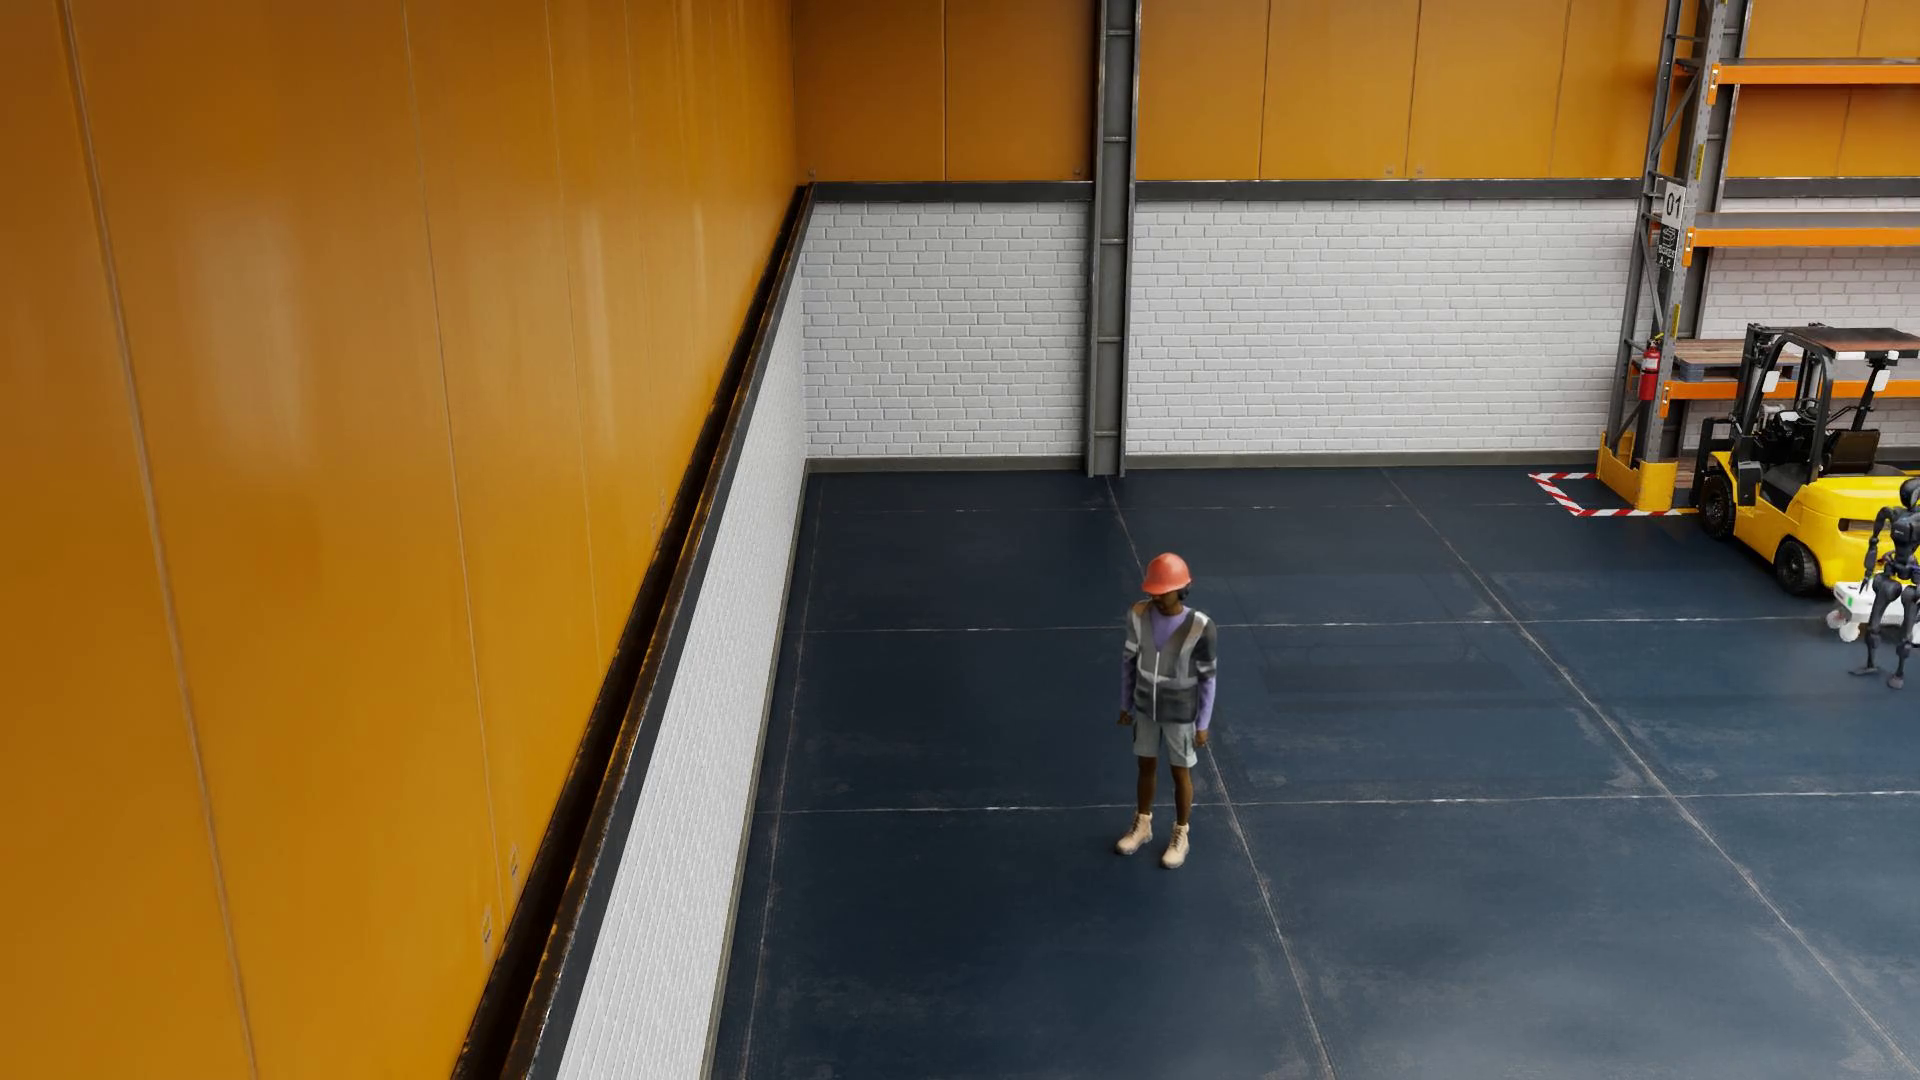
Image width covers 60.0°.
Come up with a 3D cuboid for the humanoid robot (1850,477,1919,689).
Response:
[{"bbox_3d":[7.180,0.313,12.669,0.309,1.651,0.608,-13,24,-31],"label":"humanoid robot"}]

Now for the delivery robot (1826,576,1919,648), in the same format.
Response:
[{"bbox_3d":[7.573,0.540,13.647,0.759,0.575,0.499,2,20,5],"label":"delivery robot"}]

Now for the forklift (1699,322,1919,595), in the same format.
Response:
[{"bbox_3d":[7.809,-0.792,14.926,1.214,2.155,2.313,-1,20,-2],"label":"forklift"}]

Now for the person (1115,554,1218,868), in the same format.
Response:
[{"bbox_3d":[1.248,1.041,10.174,0.608,2.042,0.394,13,24,32],"label":"person"}]
